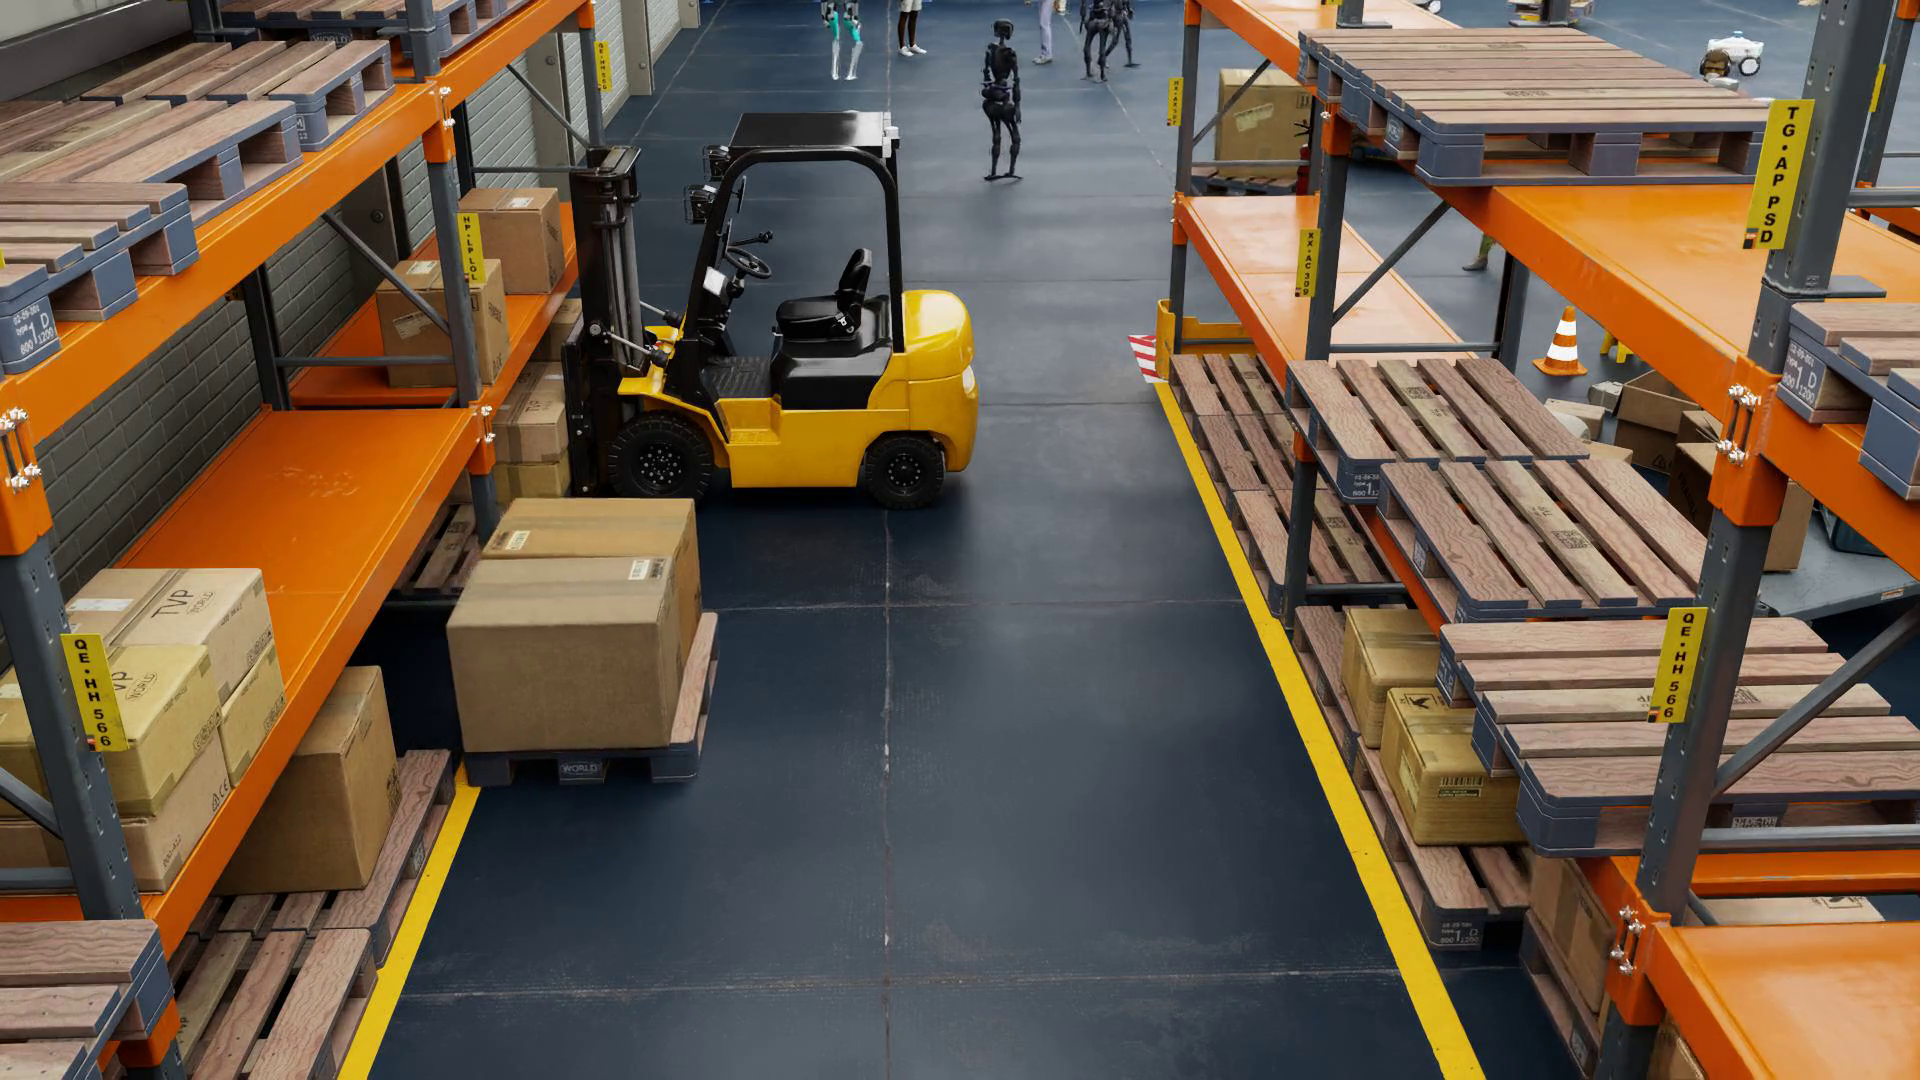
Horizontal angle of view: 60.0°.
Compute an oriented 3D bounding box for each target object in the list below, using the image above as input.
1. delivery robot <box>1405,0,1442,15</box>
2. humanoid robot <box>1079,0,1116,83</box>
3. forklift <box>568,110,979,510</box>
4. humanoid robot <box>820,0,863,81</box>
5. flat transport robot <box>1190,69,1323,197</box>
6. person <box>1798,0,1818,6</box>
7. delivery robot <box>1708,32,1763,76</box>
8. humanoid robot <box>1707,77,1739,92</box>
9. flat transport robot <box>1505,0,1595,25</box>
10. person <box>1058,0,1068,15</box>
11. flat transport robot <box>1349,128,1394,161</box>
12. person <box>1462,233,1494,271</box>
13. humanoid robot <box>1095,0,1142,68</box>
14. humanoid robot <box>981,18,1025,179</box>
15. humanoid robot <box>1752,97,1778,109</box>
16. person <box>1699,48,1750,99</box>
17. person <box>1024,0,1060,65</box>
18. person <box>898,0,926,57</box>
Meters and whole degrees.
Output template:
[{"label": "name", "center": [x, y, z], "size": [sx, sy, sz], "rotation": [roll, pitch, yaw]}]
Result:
[{"label": "delivery robot", "center": [8.009, -9.437, 28.972], "size": [0.813, 0.610, 0.499], "rotation": [0, 25, -1]}, {"label": "humanoid robot", "center": [1.888, -7.095, 22.676], "size": [0.605, 1.654, 0.314], "rotation": [20, 32, 36]}, {"label": "forklift", "center": [-1.043, -1.379, 9.976], "size": [2.313, 2.155, 1.214], "rotation": [-1, 25, -2]}, {"label": "humanoid robot", "center": [-1.615, -7.246, 22.879], "size": [0.538, 1.752, 0.708], "rotation": [5, 26, 10]}, {"label": "flat transport robot", "center": [2.937, -3.368, 16.436], "size": [1.431, 0.231, 0.659], "rotation": [15, 29, 28]}, {"label": "person", "center": [15.408, -10.527, 29.746], "size": [0.741, 1.866, 0.374], "rotation": [-21, 32, -37]}, {"label": "delivery robot", "center": [10.978, -6.872, 23.543], "size": [0.816, 0.613, 0.499], "rotation": [11, 28, 22]}, {"label": "humanoid robot", "center": [6.404, -2.868, 13.680], "size": [0.839, 1.774, 0.542], "rotation": [17, 30, 32]}, {"label": "flat transport robot", "center": [9.756, -8.632, 27.583], "size": [0.659, 0.231, 1.431], "rotation": [14, 29, 28]}, {"label": "person", "center": [1.655, -9.956, 28.675], "size": [0.583, 1.739, 0.365], "rotation": [7, 26, 14]}, {"label": "flat transport robot", "center": [4.851, -4.349, 18.513], "size": [1.431, 0.231, 0.659], "rotation": [16, 30, 31]}, {"label": "person", "center": [4.736, -3.212, 14.430], "size": [0.729, 1.684, 0.440], "rotation": [-11, 28, -23]}, {"label": "humanoid robot", "center": [2.298, -7.565, 23.706], "size": [0.671, 1.642, 0.589], "rotation": [8, 26, 16]}, {"label": "humanoid robot", "center": [0.463, -4.613, 17.424], "size": [0.417, 1.654, 0.610], "rotation": [-17, 30, -32]}, {"label": "humanoid robot", "center": [5.865, -2.512, 13.045], "size": [0.772, 1.898, 0.572], "rotation": [7, 26, 14]}, {"label": "person", "center": [6.264, -3.181, 14.105], "size": [0.620, 1.932, 0.369], "rotation": [12, 28, 24]}, {"label": "person", "center": [1.235, -7.852, 24.097], "size": [0.497, 1.835, 0.580], "rotation": [-10, 27, -20]}, {"label": "person", "center": [-0.734, -8.206, 24.775], "size": [0.379, 1.899, 0.543], "rotation": [18, 31, 33]}]
